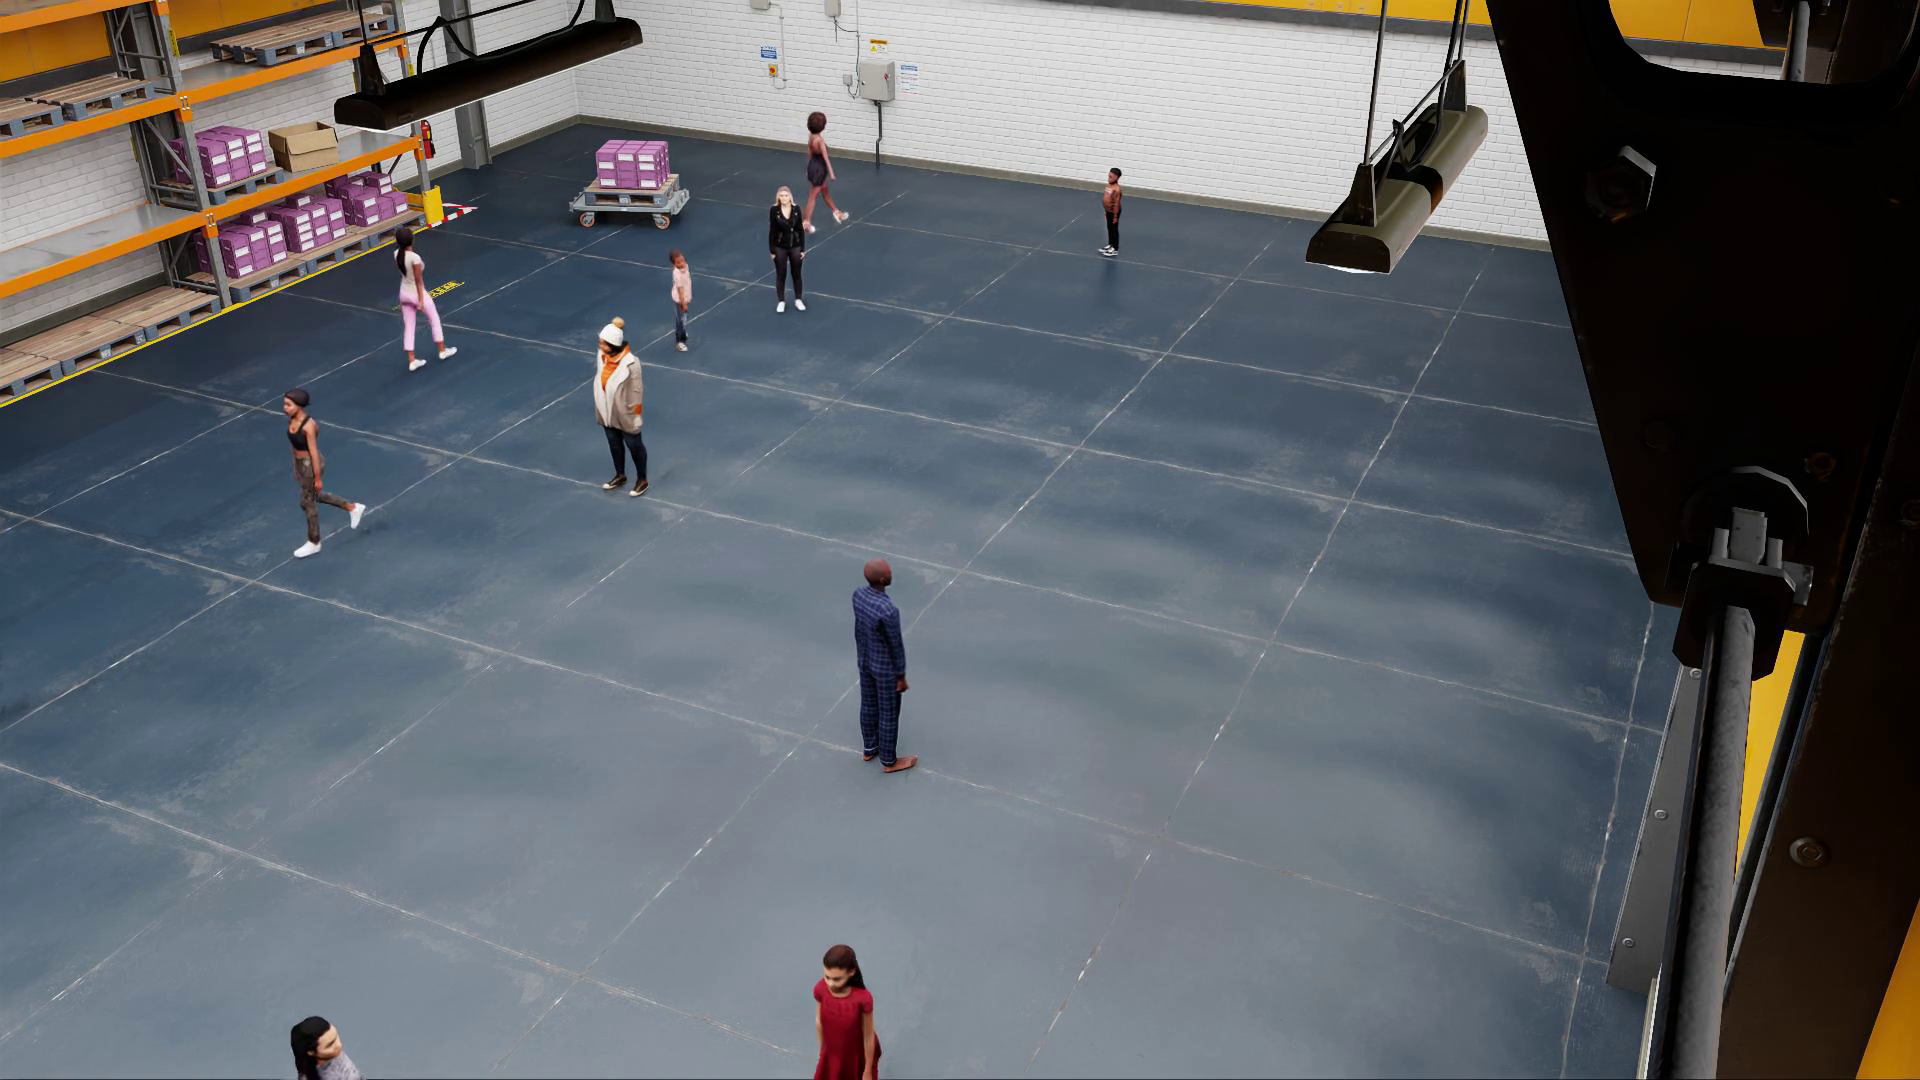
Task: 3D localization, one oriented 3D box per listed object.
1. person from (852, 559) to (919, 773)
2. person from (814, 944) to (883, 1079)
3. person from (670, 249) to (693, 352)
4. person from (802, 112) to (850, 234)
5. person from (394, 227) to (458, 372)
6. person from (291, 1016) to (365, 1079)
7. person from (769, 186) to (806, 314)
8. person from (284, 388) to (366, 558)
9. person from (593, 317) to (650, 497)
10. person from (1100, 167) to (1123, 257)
[{"bbox_3d":[-0.609,0.941,12.703,0.738,1.819,0.747,-24,36,-36],"label":"person"},{"bbox_3d":[-0.607,2.863,9.489,0.659,1.522,1.003,6,29,12],"label":"person"},{"bbox_3d":[-3.444,-2.997,20.475,0.788,1.290,0.590,-6,29,-11],"label":"person"},{"bbox_3d":[-2.155,-5.306,24.223,1.133,1.753,0.966,-16,33,-27],"label":"person"},{"bbox_3d":[-6.541,-2.833,19.727,0.566,1.718,0.886,13,31,22],"label":"person"},{"bbox_3d":[-3.356,3.161,8.770,1.058,1.687,1.195,-1,29,-3],"label":"person"},{"bbox_3d":[-2.226,-3.753,21.455,0.721,1.678,0.766,-7,29,-13],"label":"person"},{"bbox_3d":[-6.115,-0.684,15.828,1.082,1.680,0.824,-24,37,-37],"label":"person"},{"bbox_3d":[-3.428,-1.377,16.863,0.703,1.905,0.680,16,32,26],"label":"person"},{"bbox_3d":[2.181,-4.669,23.577,0.647,1.255,0.585,-10,30,-17],"label":"person"}]
